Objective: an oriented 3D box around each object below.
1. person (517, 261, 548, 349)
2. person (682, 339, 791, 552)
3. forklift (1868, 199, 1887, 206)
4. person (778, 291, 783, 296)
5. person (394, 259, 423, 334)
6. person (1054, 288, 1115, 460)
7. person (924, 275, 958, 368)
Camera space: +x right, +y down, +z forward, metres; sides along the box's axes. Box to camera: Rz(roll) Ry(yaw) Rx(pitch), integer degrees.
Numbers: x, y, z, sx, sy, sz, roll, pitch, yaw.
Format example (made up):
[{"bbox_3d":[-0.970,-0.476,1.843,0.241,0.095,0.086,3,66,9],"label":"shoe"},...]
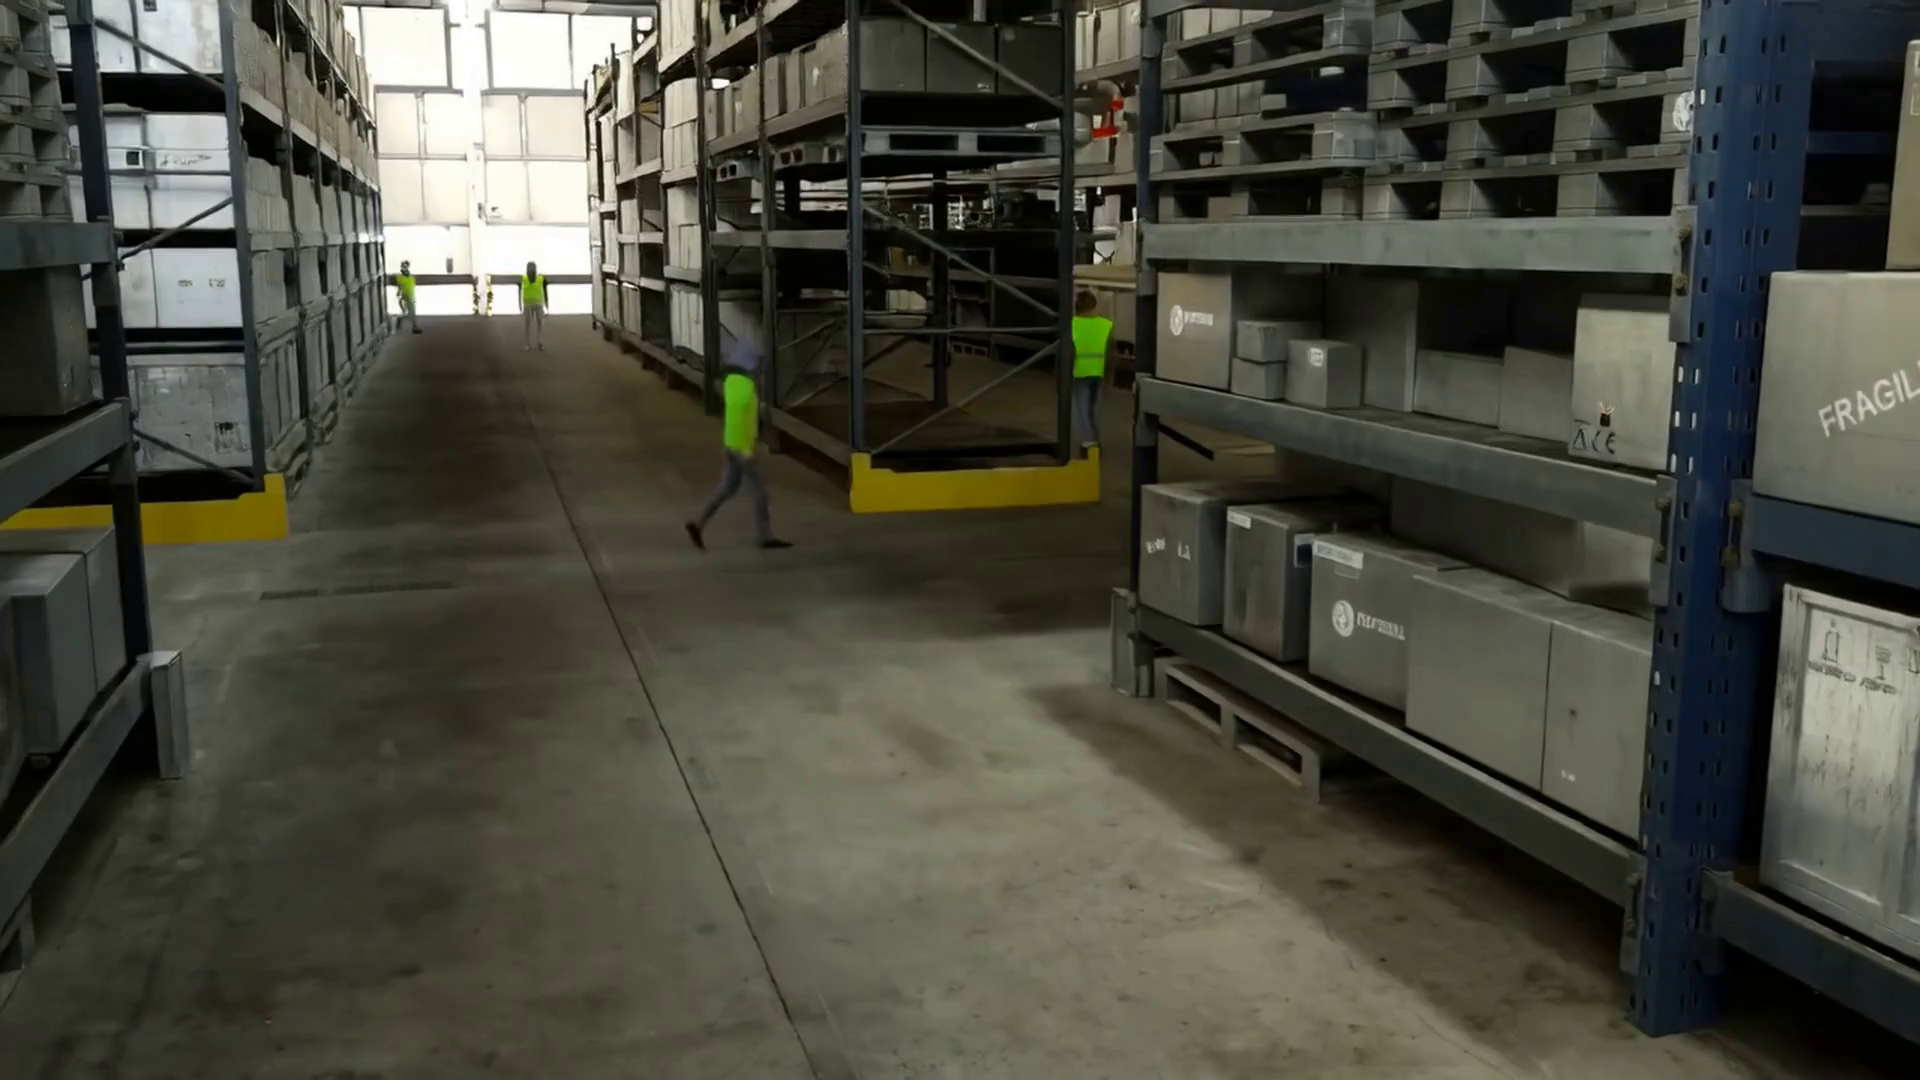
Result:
[{"bbox_3d":[-8.943,-4.916,34.867,0.634,1.842,0.429,-4,11,-23],"label":"person"},{"bbox_3d":[-1.674,-0.693,12.359,0.761,1.605,0.505,-5,12,-26],"label":"person"},{"bbox_3d":[11.338,-2.915,21.052,1.129,2.768,1.873,-3,11,-17],"label":"forklift"},{"bbox_3d":[-4.832,-6.336,43.000,0.741,1.710,0.562,-3,11,-15],"label":"person"},{"bbox_3d":[-13.467,-5.897,40.346,0.719,1.803,0.599,4,11,22],"label":"person"},{"bbox_3d":[1.278,-1.660,17.056,0.576,1.826,0.509,-4,11,-20],"label":"person"},{"bbox_3d":[-0.371,-4.028,29.812,0.643,1.913,0.411,6,12,29],"label":"person"}]
